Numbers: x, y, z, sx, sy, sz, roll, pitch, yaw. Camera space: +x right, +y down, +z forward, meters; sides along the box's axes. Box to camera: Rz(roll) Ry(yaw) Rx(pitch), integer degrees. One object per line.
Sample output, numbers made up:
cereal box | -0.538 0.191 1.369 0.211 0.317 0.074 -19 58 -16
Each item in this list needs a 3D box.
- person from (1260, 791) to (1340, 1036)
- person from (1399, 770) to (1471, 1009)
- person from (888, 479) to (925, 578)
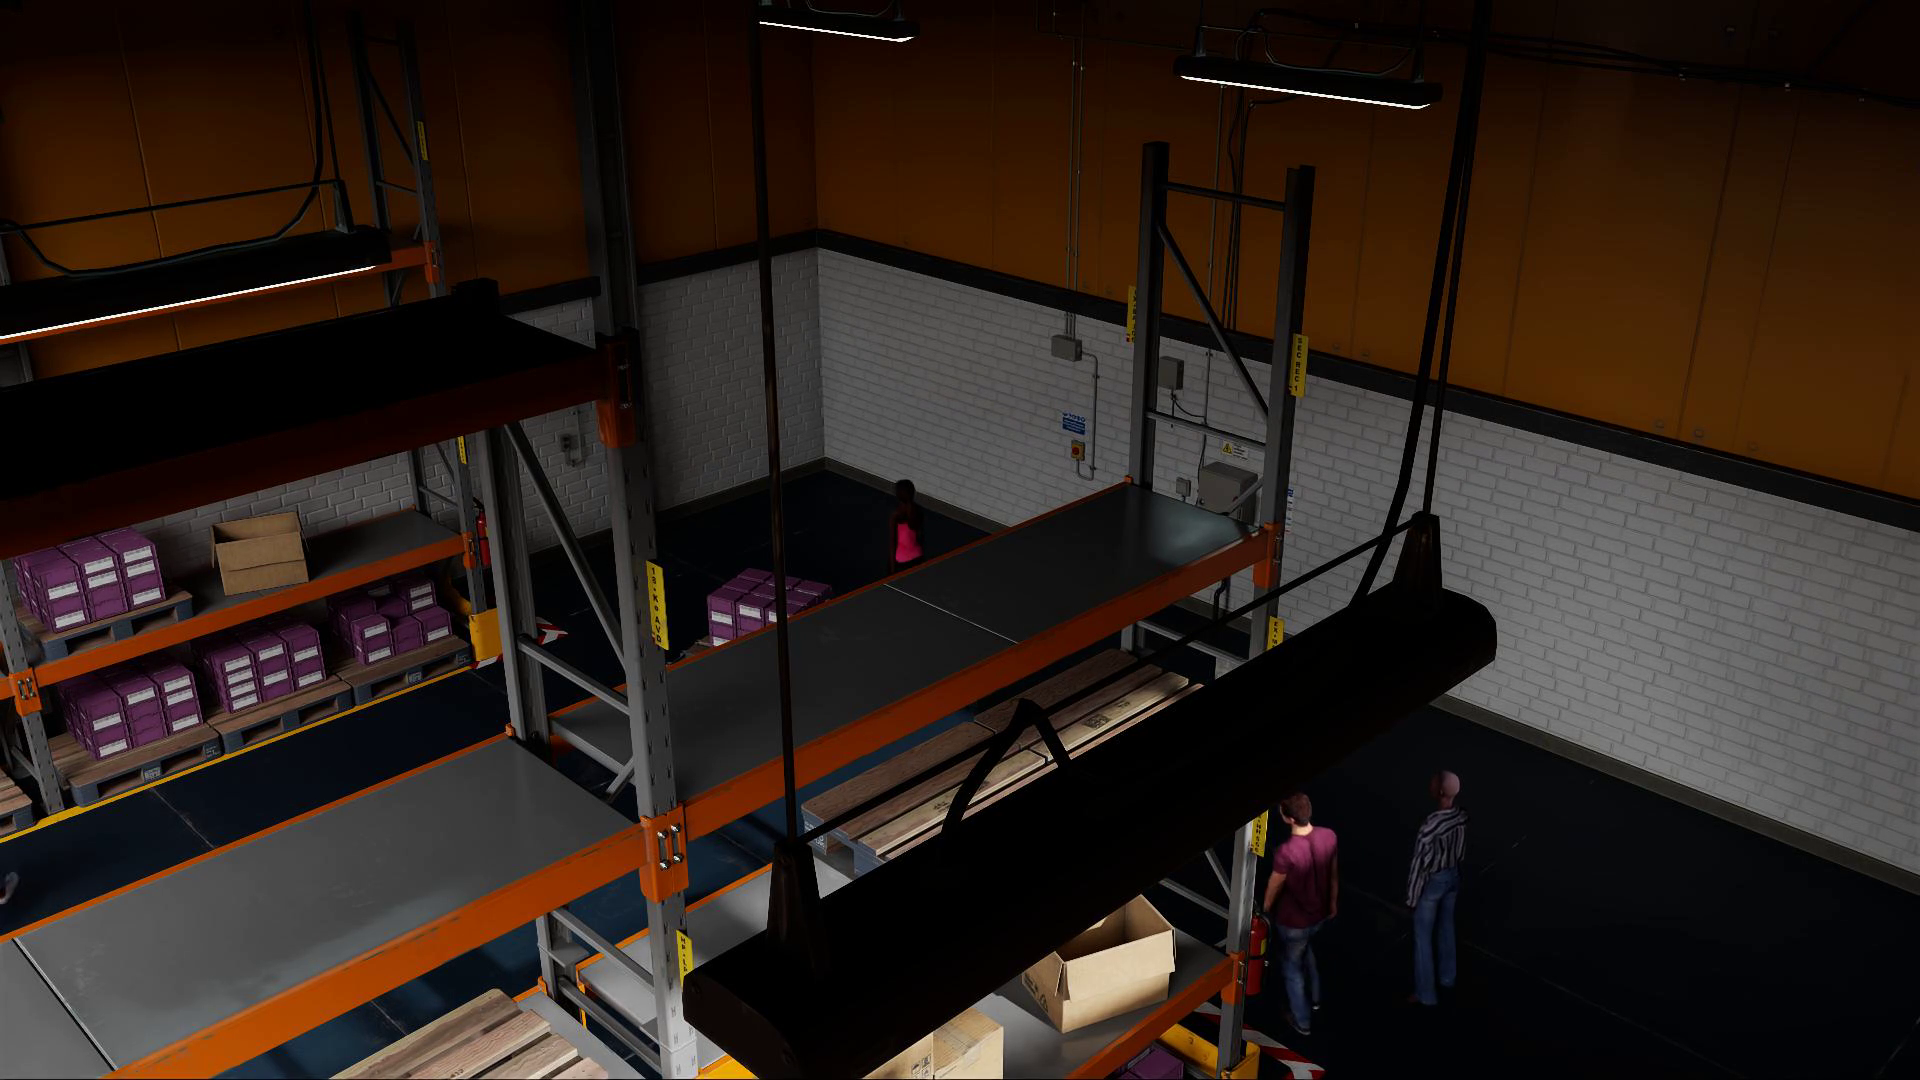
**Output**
person | 2.292 2.499 10.954 0.659 1.823 0.814 -12 26 -25
person | 3.245 2.368 11.295 0.525 1.789 0.694 -19 30 -37
person | -0.475 0.268 16.235 1.052 1.681 0.860 -12 26 -25
